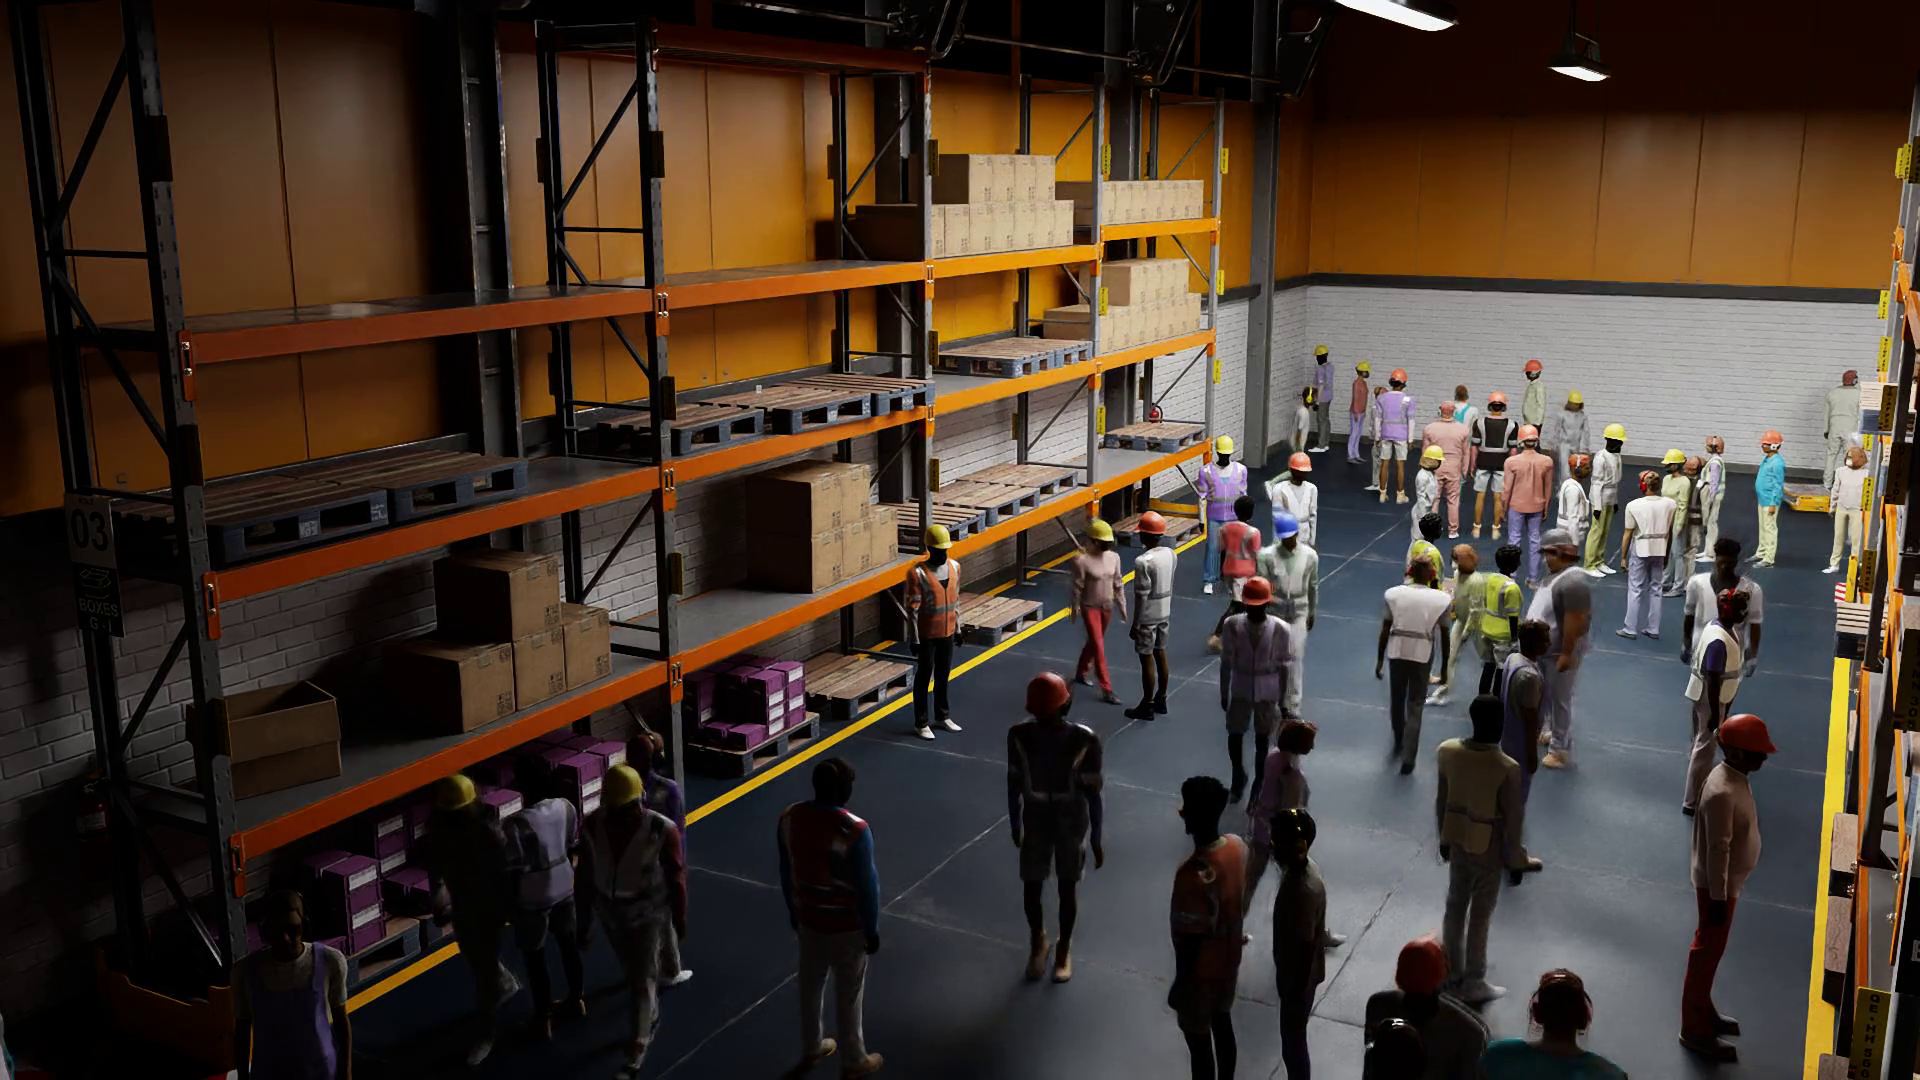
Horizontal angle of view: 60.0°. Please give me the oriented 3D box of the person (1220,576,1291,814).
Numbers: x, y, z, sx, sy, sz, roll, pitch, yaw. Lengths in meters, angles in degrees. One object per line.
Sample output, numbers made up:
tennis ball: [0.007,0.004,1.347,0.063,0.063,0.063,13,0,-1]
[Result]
person: [2.293,1.209,12.974,0.558,1.920,0.431,4,13,16]

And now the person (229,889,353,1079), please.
person: [-3.013,2.455,7.559,0.504,1.847,0.344,-5,13,-20]

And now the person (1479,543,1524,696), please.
person: [4.894,0.863,15.020,0.318,1.697,0.533,-2,13,-10]

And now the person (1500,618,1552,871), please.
person: [4.054,1.458,12.023,0.325,1.843,0.517,0,13,-1]

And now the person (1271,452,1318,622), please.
person: [3.718,-0.024,18.481,0.546,1.933,0.381,-3,13,-14]

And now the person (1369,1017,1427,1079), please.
person: [1.671,2.714,6.423,0.504,1.839,0.348,-1,13,-3]

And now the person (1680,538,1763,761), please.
person: [6.534,0.916,14.301,0.623,1.913,0.998,7,14,28]

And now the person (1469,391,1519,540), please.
person: [7.263,-1.011,22.677,0.611,2.030,0.409,3,13,14]

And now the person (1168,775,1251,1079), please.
person: [1.266,2.159,8.608,0.361,1.963,0.613,9,15,34]

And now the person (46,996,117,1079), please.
person: [-3.363,2.691,6.305,0.626,1.934,0.802,-1,13,-3]

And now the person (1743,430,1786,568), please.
person: [10.230,-0.521,21.089,0.338,1.752,0.564,2,13,10]

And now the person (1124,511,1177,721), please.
person: [1.740,0.688,15.252,0.354,1.942,0.545,10,16,39]

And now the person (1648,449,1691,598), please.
person: [8.406,-0.203,19.660,0.337,1.762,0.522,-2,13,-8]

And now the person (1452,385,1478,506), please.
person: [7.556,-1.438,25.134,0.535,1.793,1.005,5,14,22]

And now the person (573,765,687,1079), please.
person: [-1.856,2.103,9.268,0.585,1.782,0.919,3,13,15]

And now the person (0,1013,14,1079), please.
person: [-4.209,2.587,7.010,0.429,1.832,0.635,2,13,11]

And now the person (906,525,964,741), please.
person: [-0.205,0.803,14.767,0.594,1.925,0.370,-11,17,-40]

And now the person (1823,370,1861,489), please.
person: [13.895,-1.721,26.120,0.407,1.908,0.641,-11,17,-41]

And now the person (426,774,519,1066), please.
person: [-2.759,2.076,9.609,0.500,1.700,0.736,3,13,15]

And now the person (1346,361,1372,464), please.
person: [6.862,-2.187,28.542,0.333,1.761,0.527,7,15,30]

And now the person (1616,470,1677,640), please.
person: [7.349,0.175,17.796,0.560,1.836,0.394,-2,13,-7]

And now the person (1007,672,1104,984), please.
person: [0.588,1.774,10.227,0.634,2.020,0.506,2,13,10]

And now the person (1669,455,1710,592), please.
person: [8.713,-0.198,19.905,0.310,1.638,0.523,-8,15,-31]

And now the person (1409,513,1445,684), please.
person: [4.585,0.564,16.361,0.316,1.696,0.541,-1,13,-5]

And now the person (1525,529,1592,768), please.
person: [5.071,0.878,14.177,0.534,2.000,0.766,1,13,4]

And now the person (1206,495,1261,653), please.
person: [2.901,0.354,17.401,0.852,1.657,0.544,-8,15,-32]

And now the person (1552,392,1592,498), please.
person: [9.254,-1.397,25.147,0.495,1.688,0.942,-2,13,-10]

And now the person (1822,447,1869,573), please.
person: [11.025,-0.351,20.600,0.278,1.632,0.507,-9,16,-36]

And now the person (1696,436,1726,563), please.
person: [9.651,-0.524,21.361,0.312,1.639,0.518,6,14,25]

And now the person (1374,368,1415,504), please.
person: [6.563,-1.566,25.113,0.609,2.044,0.394,8,15,31]

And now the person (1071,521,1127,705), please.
person: [1.329,0.663,15.937,0.534,1.723,0.893,-8,15,-32]

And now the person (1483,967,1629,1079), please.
person: [2.433,2.618,6.891,0.582,1.803,0.918,6,14,24]

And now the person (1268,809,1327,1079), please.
person: [1.688,2.244,8.482,0.334,1.860,0.509,1,13,5]

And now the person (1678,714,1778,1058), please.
person: [4.380,1.942,9.515,0.394,1.992,0.622,7,14,28]

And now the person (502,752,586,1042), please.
person: [-2.430,2.060,9.695,0.322,1.690,0.531,7,15,30]

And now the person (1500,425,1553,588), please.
person: [6.785,-0.393,19.974,0.611,1.995,0.377,-1,13,-4]

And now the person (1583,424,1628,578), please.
person: [8.008,-0.491,20.598,0.403,1.919,0.581,11,17,40]

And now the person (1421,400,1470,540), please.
person: [6.605,-0.953,22.671,0.643,1.912,0.410,3,13,13]

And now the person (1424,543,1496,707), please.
person: [4.775,0.798,15.573,0.829,1.580,0.488,-4,13,-17]

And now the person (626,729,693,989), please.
person: [-1.911,1.963,10.239,0.534,1.636,0.343,4,13,18]

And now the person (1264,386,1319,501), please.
person: [4.961,-1.391,24.807,0.711,1.835,0.561,1,13,7]

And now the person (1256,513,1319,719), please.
person: [3.043,0.639,15.620,0.602,1.902,1.029,1,13,5]

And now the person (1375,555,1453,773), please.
person: [3.866,1.018,14.160,0.591,1.771,0.929,5,14,21]

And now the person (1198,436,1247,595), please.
person: [3.106,-0.291,19.704,0.581,1.919,0.402,-1,13,-4]

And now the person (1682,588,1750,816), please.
person: [5.857,1.259,12.948,0.388,1.837,0.560,6,14,27]

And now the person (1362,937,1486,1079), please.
person: [2.079,2.548,7.449,0.584,1.714,0.856,9,15,34]

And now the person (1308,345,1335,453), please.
person: [6.447,-2.516,29.650,0.375,1.919,0.584,8,15,31]

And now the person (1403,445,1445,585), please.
person: [5.638,-0.292,20.136,0.378,1.731,0.490,8,15,31]

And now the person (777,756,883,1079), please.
person: [-0.696,2.085,9.223,0.633,1.841,0.429,8,15,32]

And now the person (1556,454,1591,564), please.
person: [6.849,-0.030,18.603,0.356,1.883,0.573,3,13,14]

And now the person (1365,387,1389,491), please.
person: [6.595,-1.593,26.146,0.307,1.639,0.525,12,17,42]

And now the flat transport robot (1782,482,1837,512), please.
flat transport robot: [12.765,-0.655,25.037,0.652,0.197,1.431,3,13,12]

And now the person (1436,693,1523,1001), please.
person: [3.152,1.852,10.118,0.423,1.919,0.596,-8,15,-31]

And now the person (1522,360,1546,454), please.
person: [9.196,-1.907,26.758,0.391,1.989,0.623,1,13,3]

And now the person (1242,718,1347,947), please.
person: [2.084,1.883,10.677,0.816,1.593,0.620,-3,13,-12]
